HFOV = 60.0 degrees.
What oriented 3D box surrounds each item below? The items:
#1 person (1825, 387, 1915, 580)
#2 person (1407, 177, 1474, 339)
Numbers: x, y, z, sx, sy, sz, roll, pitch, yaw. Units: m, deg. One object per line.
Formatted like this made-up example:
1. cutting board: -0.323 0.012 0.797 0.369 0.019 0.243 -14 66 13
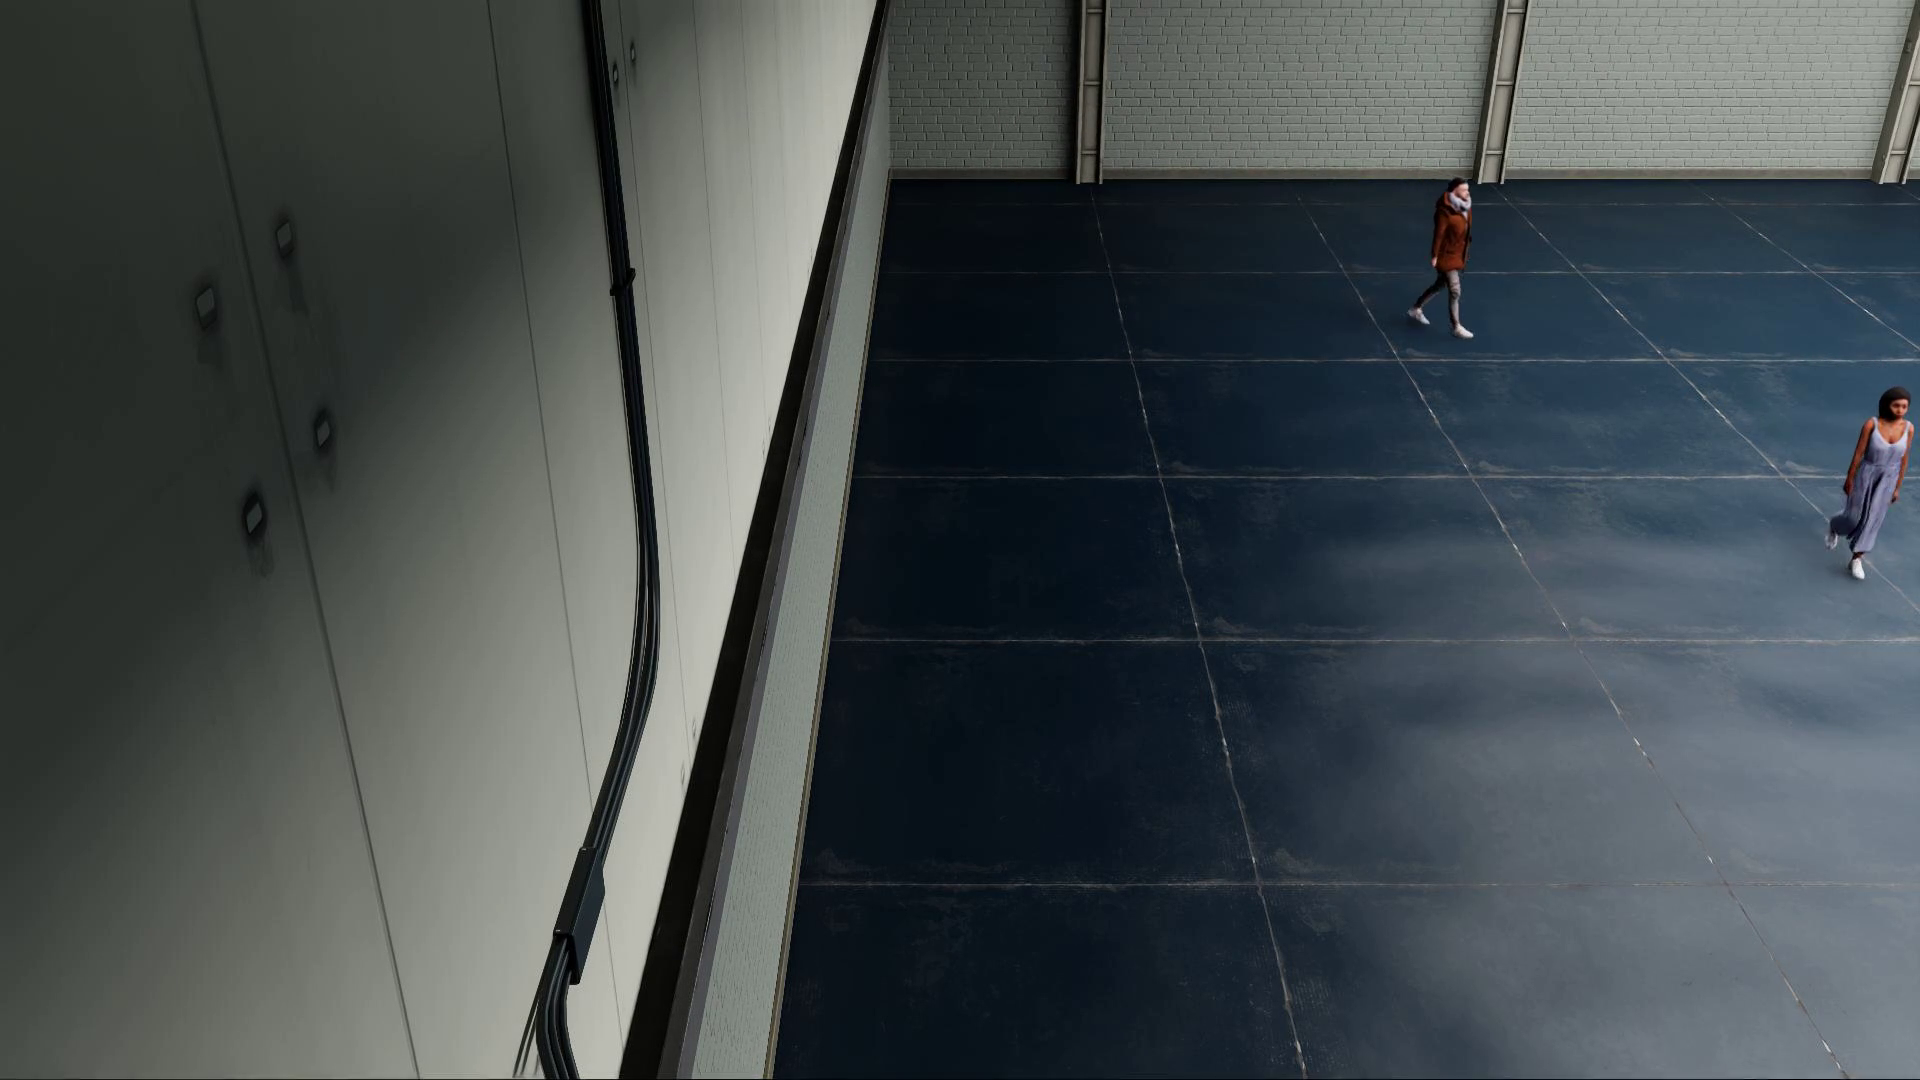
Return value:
1. person: 7.689 -0.525 14.036 0.792 1.687 0.719 5 29 10
2. person: 5.522 -3.246 19.023 1.231 1.802 1.129 22 35 35
